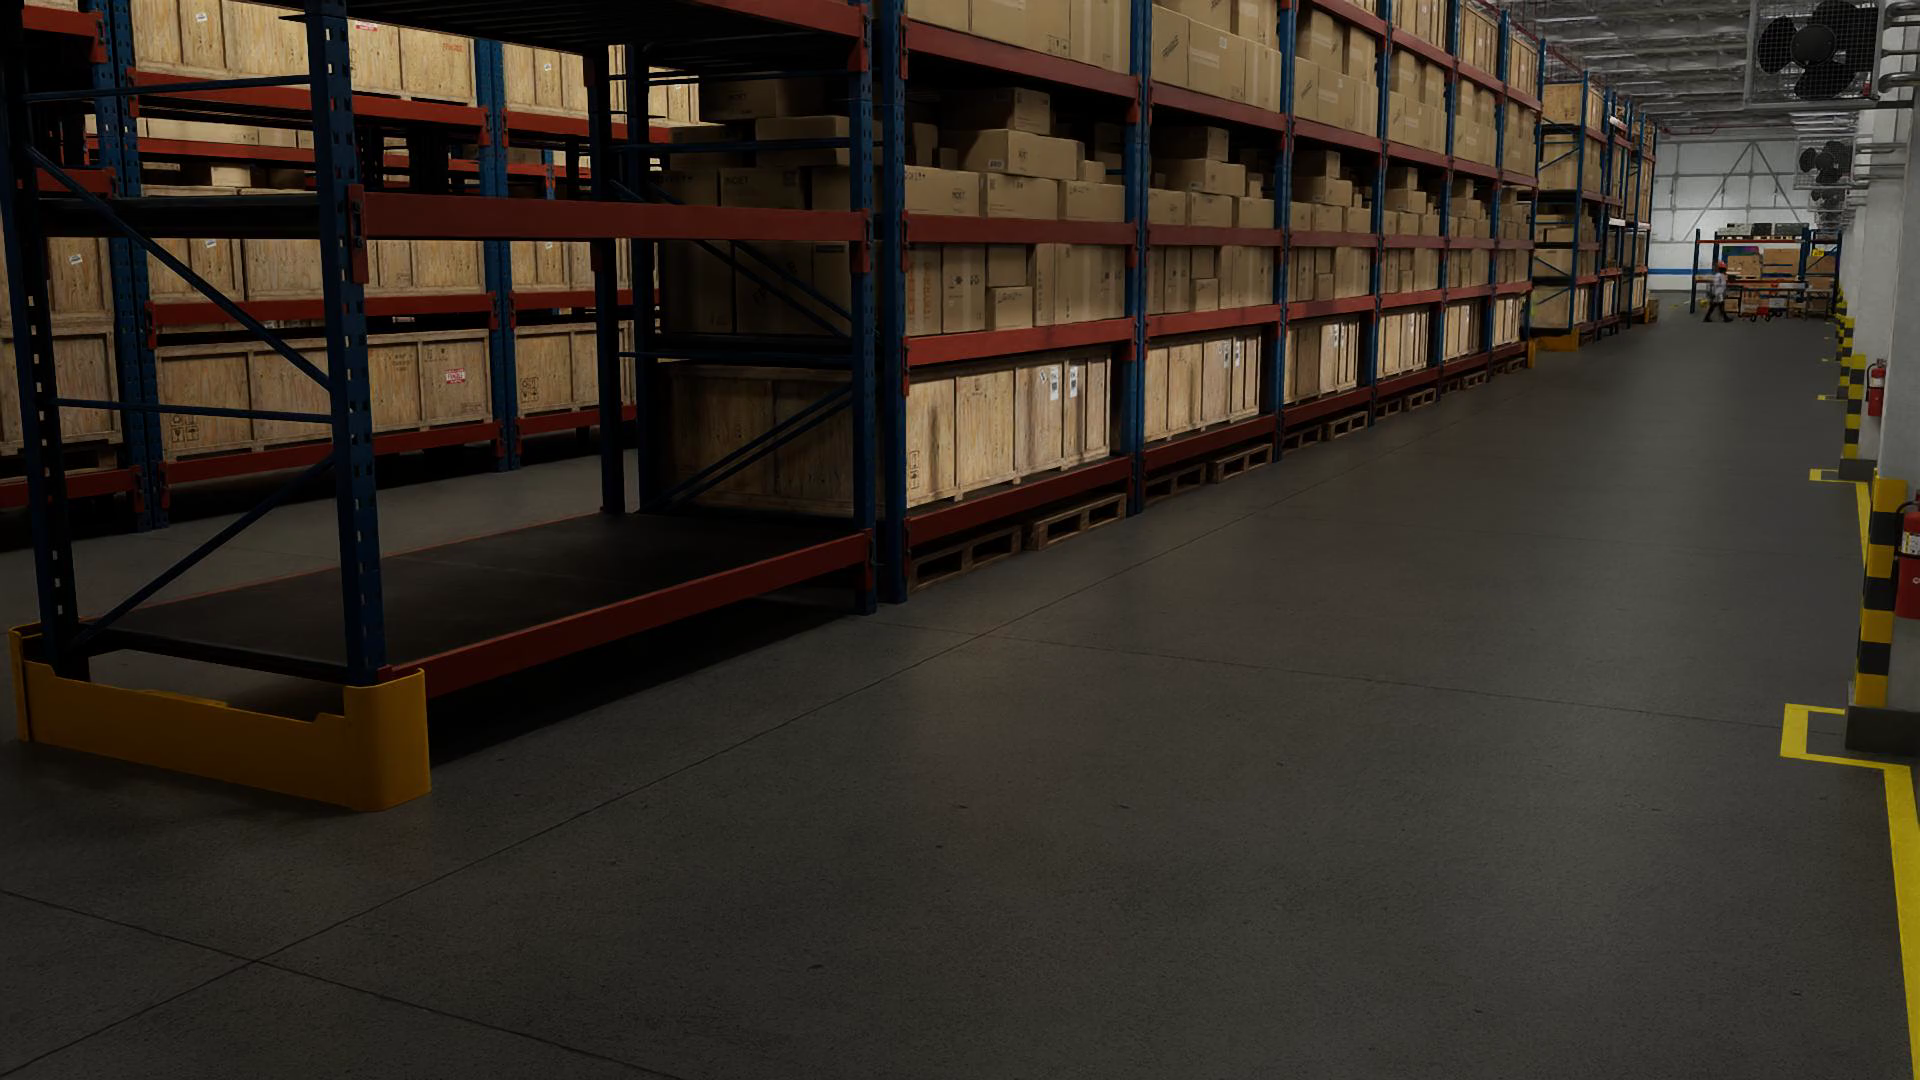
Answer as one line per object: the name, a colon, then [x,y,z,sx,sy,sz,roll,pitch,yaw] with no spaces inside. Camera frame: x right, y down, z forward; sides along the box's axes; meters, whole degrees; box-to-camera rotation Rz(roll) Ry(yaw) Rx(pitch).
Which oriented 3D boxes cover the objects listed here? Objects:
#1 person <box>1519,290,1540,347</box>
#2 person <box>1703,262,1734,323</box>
person: [12.487,-4.983,36.643,0.548,1.682,0.545,5,11,26]
person: [23.839,-7.765,52.188,0.561,1.889,0.986,-9,13,-41]
